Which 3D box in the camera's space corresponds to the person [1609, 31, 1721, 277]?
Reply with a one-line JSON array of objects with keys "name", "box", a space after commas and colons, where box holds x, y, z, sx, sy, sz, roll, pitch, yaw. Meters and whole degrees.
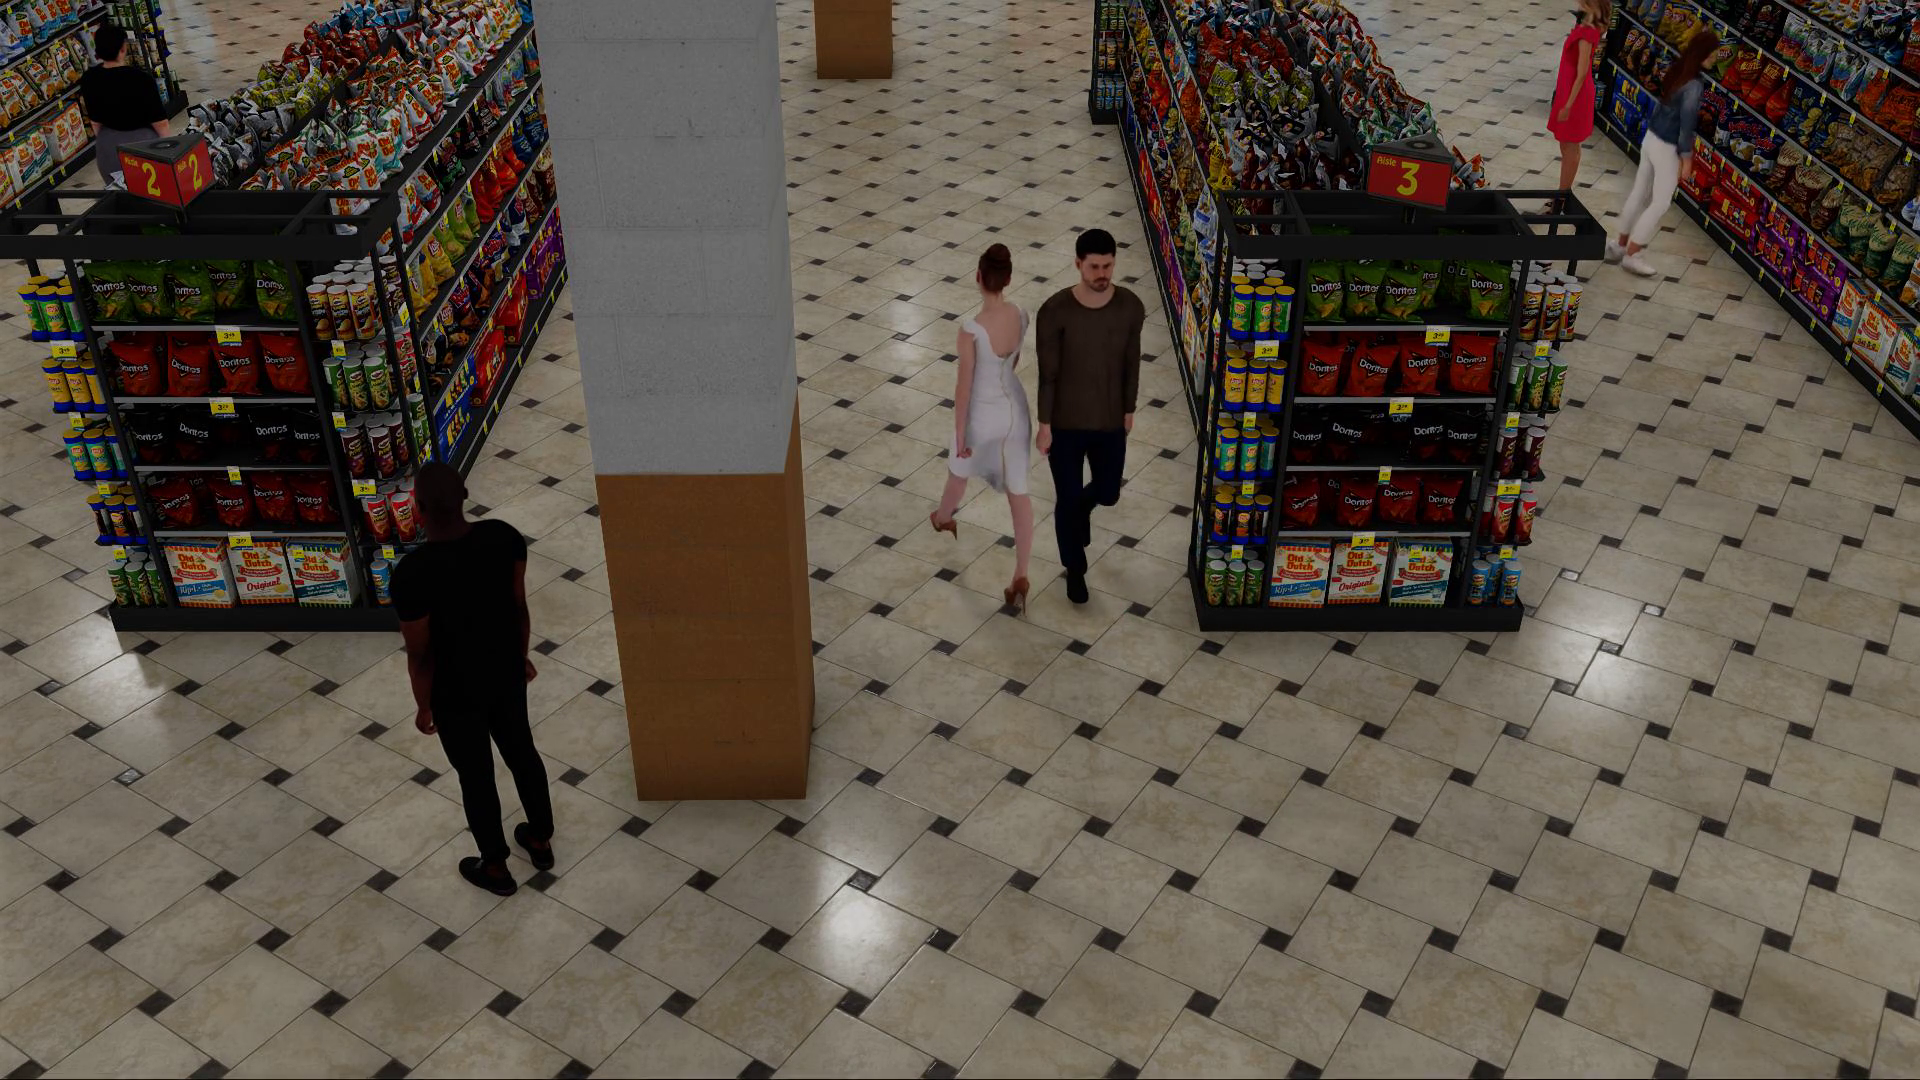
[{"name": "person", "box": [4.742, -2.675, 11.340, 0.832, 1.672, 0.444, -7, 32, -10]}]

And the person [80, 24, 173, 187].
[{"name": "person", "box": [-5.451, -2.518, 11.007, 0.671, 1.758, 0.611, -1, 32, -2]}]

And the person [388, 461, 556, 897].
[{"name": "person", "box": [-1.755, 0.521, 6.064, 0.801, 1.820, 0.733, 27, 41, 36]}]

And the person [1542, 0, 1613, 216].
[{"name": "person", "box": [4.521, -3.228, 12.178, 0.718, 1.727, 0.609, 14, 35, 21]}]

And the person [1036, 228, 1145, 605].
[{"name": "person", "box": [0.571, -0.619, 7.846, 0.730, 1.872, 0.928, -4, 32, -7]}]

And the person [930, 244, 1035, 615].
[{"name": "person", "box": [0.225, -0.467, 7.719, 0.962, 1.749, 1.165, -19, 36, -27]}]
